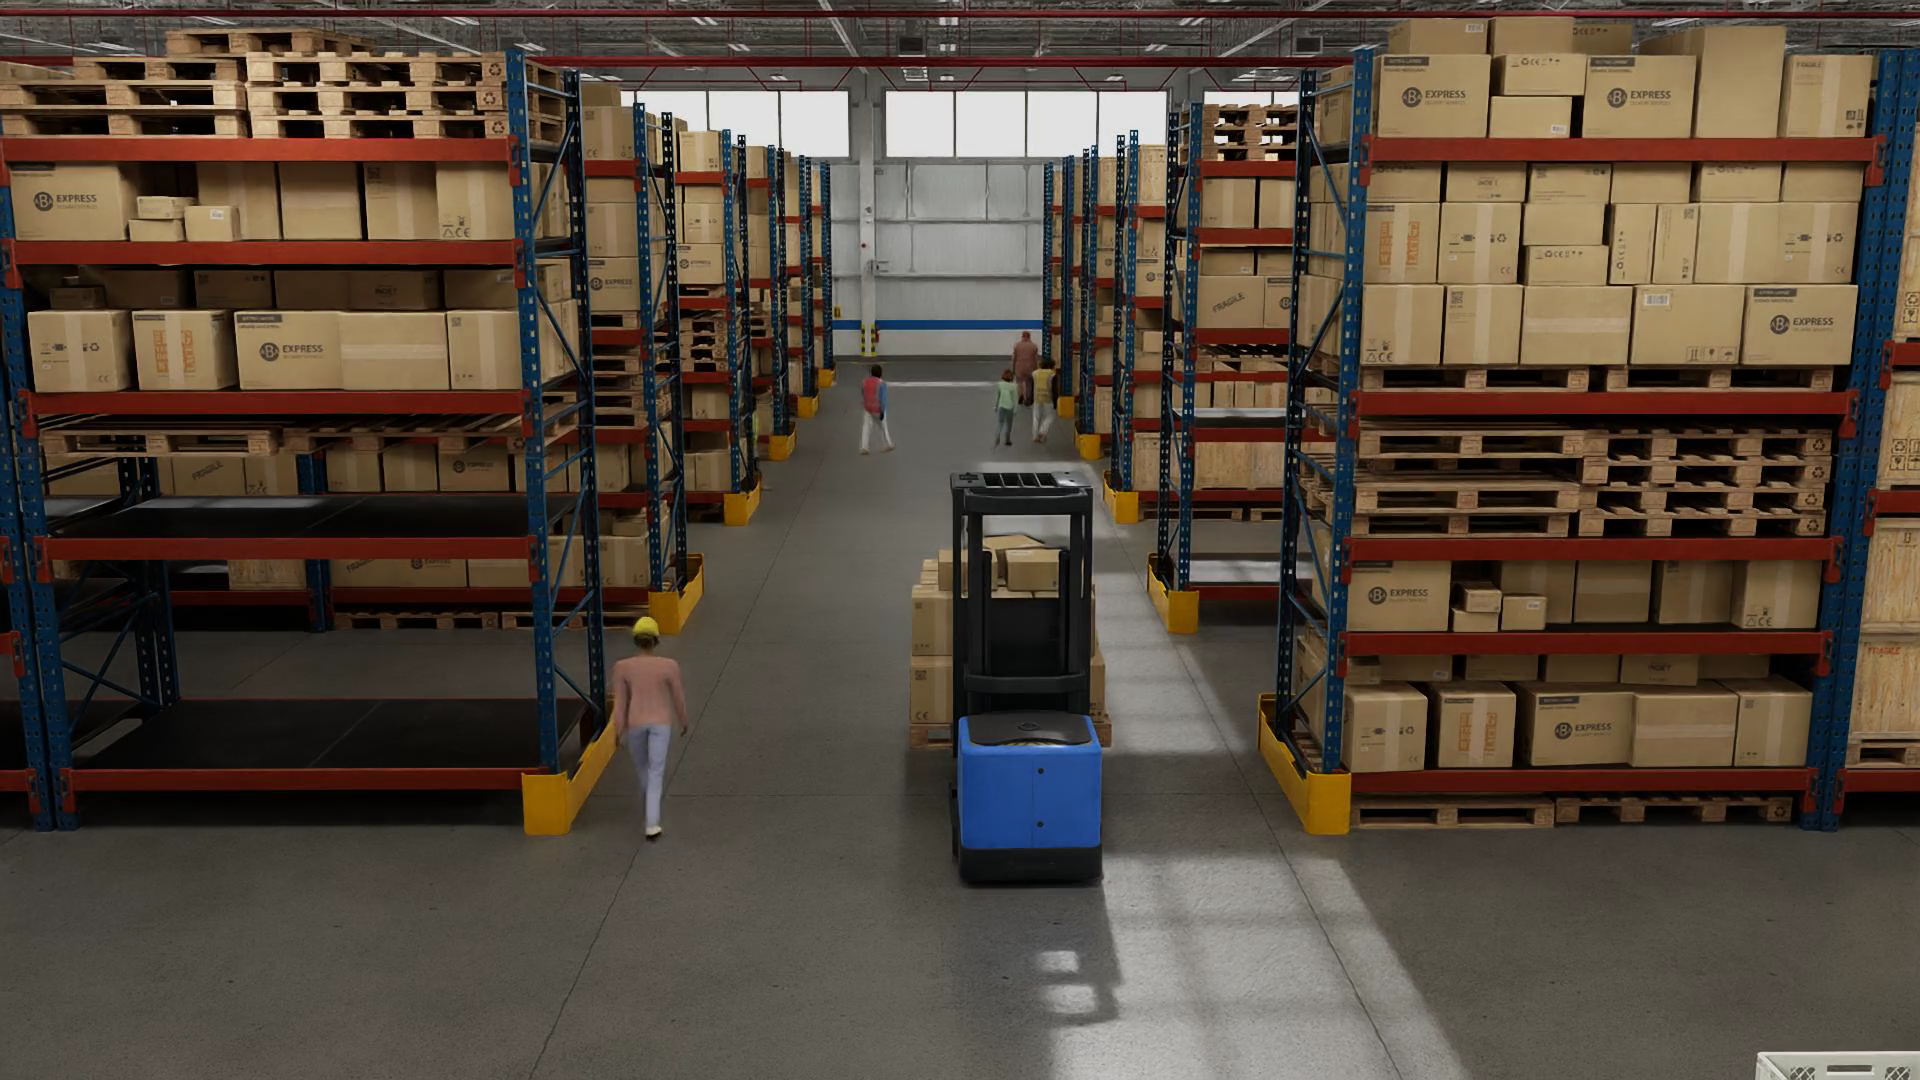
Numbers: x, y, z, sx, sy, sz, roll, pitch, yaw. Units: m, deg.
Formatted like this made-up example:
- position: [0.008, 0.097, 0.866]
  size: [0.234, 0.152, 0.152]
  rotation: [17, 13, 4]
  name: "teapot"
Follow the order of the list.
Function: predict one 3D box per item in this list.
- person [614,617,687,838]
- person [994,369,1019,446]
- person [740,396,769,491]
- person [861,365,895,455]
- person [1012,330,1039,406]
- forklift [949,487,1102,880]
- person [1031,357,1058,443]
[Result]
- position: [-2.477, 1.465, 13.343]
  size: [0.546, 1.712, 0.930]
  rotation: [0, 11, 1]
  name: "person"
- position: [0.950, -2.723, 34.339]
  size: [0.516, 1.620, 0.427]
  rotation: [6, 13, 27]
  name: "person"
- position: [-3.644, -1.703, 29.166]
  size: [0.583, 1.681, 0.589]
  rotation: [2, 12, 10]
  name: "person"
- position: [-1.689, -2.610, 33.352]
  size: [0.634, 1.796, 0.957]
  rotation: [7, 13, 32]
  name: "person"
- position: [1.625, -4.287, 41.400]
  size: [0.677, 1.890, 0.433]
  rotation: [0, 11, 0]
  name: "person"
- position: [0.495, 0.986, 12.813]
  size: [1.129, 2.768, 1.873]
  rotation: [0, 11, -2]
  name: "forklift"
- position: [1.757, -2.915, 34.820]
  size: [0.733, 1.807, 0.440]
  rotation: [7, 13, 32]
  name: "person"
